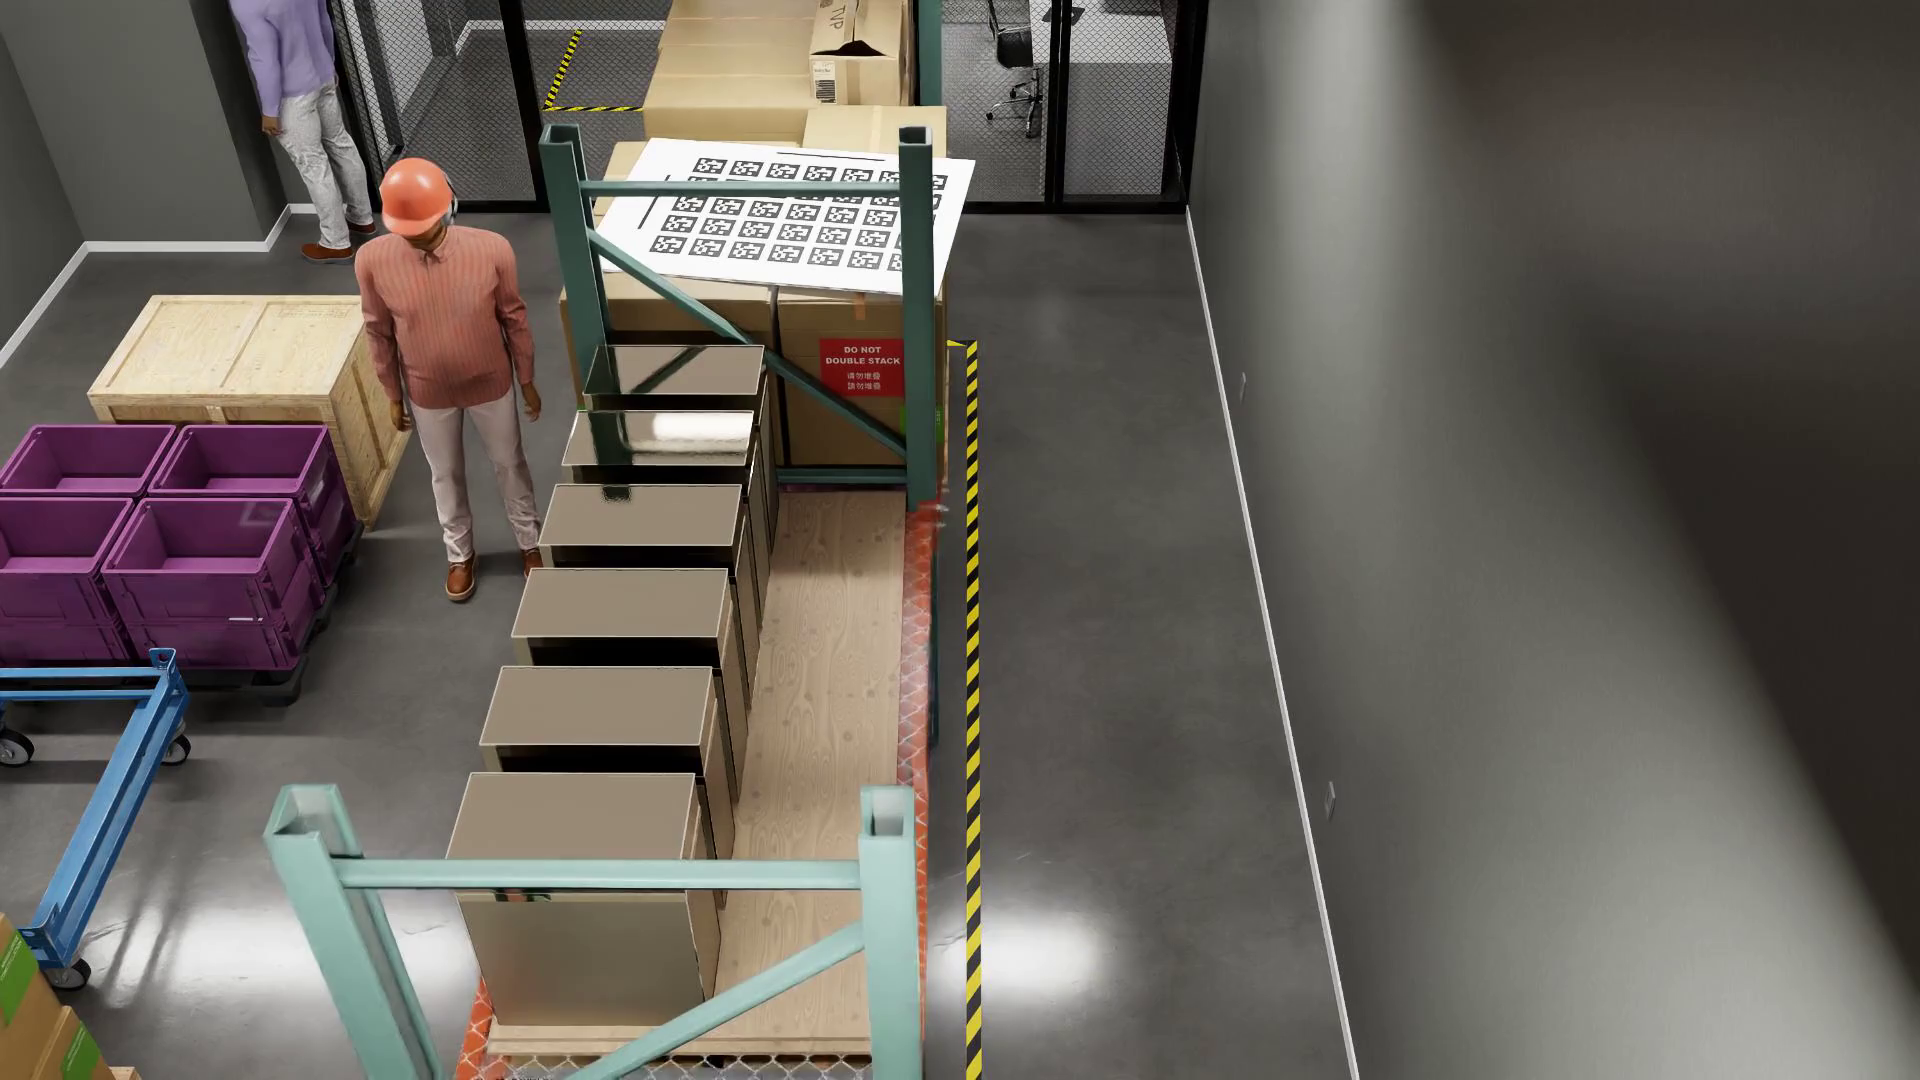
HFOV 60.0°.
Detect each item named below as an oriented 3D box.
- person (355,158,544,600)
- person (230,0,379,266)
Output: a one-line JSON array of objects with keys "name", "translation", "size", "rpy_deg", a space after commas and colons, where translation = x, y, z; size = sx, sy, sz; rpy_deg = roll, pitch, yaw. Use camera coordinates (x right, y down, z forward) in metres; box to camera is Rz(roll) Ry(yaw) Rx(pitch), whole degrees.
[{"name": "person", "translation": [-1.966, -0.608, 6.545], "size": [0.608, 1.987, 0.391], "rpy_deg": [-9, 42, -10]}, {"name": "person", "translation": [-3.404, -2.340, 8.565], "size": [0.359, 1.933, 0.635], "rpy_deg": [10, 42, 12]}]
